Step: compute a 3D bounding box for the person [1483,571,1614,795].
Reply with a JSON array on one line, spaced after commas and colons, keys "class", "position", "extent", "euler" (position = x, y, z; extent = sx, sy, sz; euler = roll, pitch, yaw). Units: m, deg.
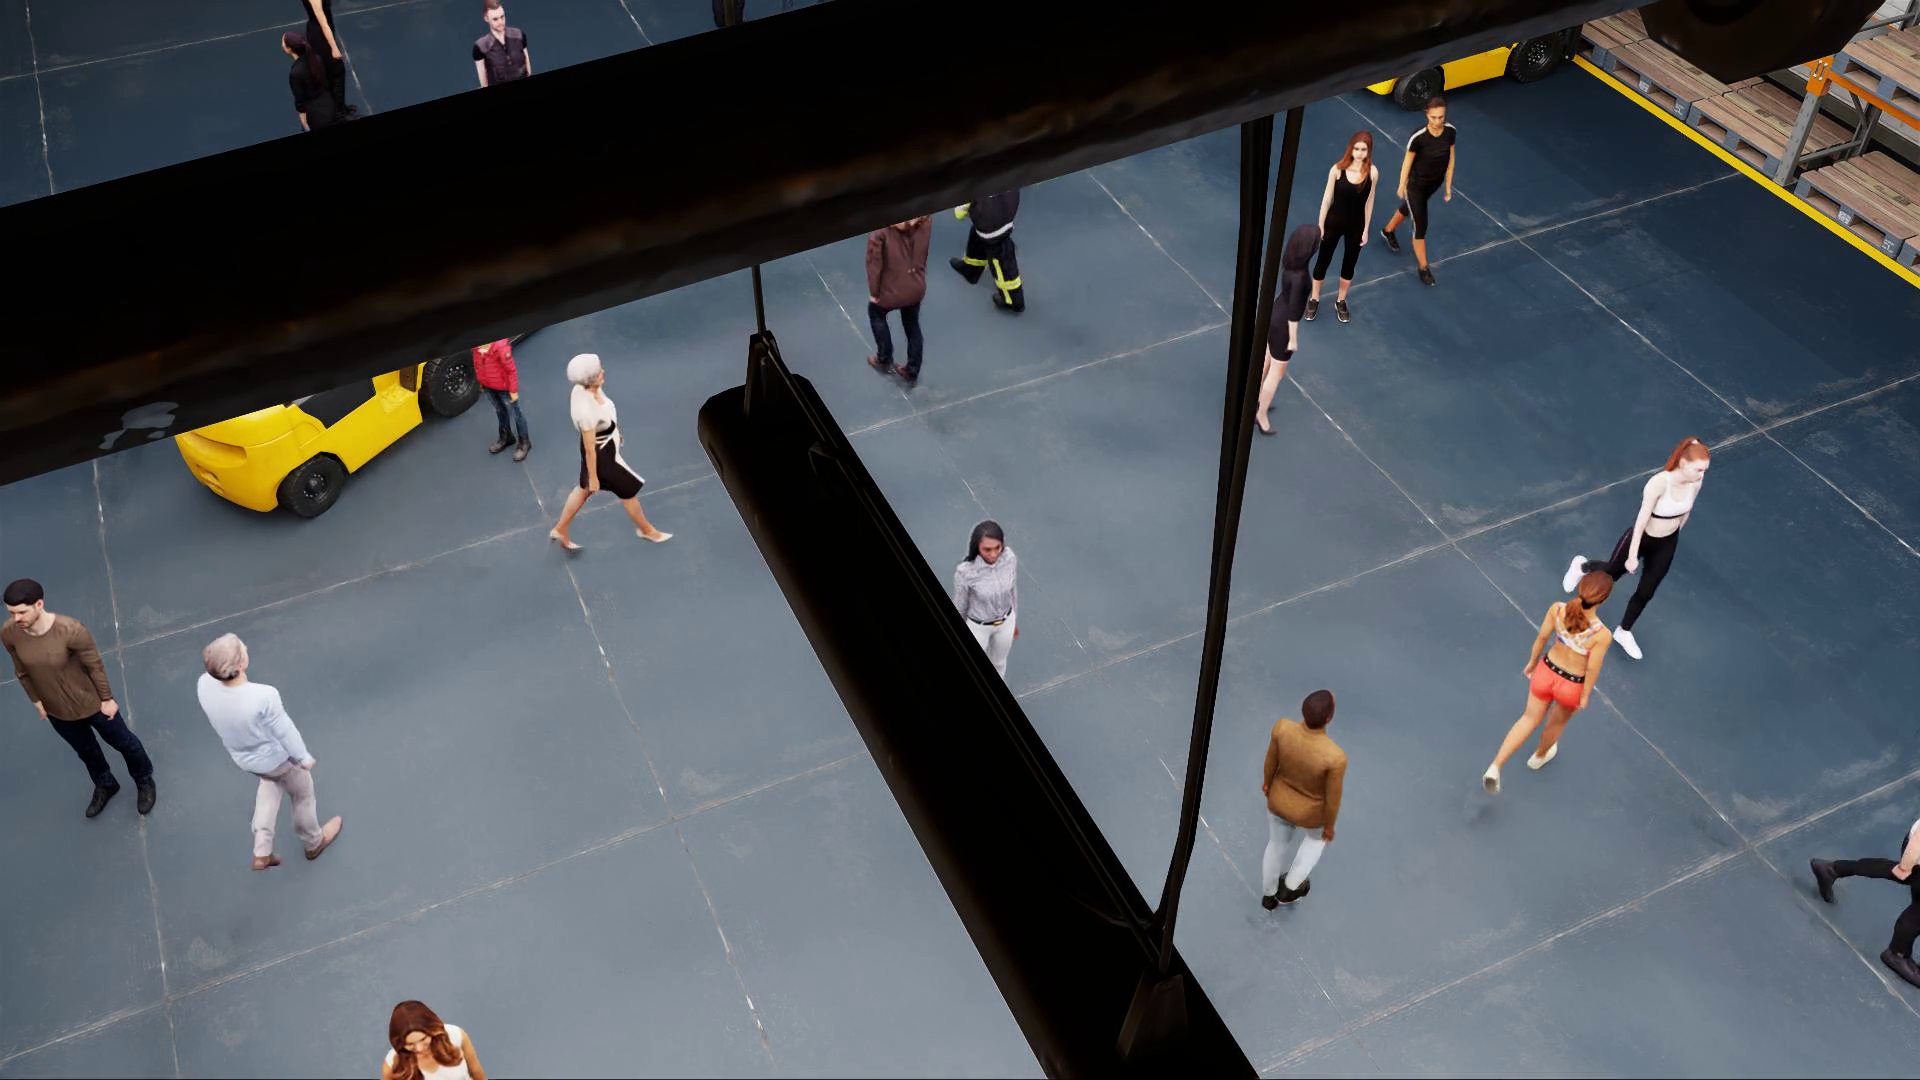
[{"class": "person", "position": [3.555, 0.891, 9.987], "extent": [0.822, 1.773, 1.007], "euler": [-31, 52, -29]}]

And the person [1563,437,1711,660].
[{"class": "person", "position": [4.491, -0.022, 10.978], "extent": [0.742, 1.729, 1.083], "euler": [-6, 44, -6]}]

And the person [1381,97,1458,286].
[{"class": "person", "position": [3.935, -3.098, 14.284], "extent": [0.611, 1.621, 1.104], "euler": [-15, 46, -15]}]

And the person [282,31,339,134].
[{"class": "person", "position": [-5.712, -3.780, 14.984], "extent": [0.951, 1.643, 0.887], "euler": [15, 46, 15]}]

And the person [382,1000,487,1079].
[{"class": "person", "position": [-2.516, 2.702, 8.094], "extent": [0.645, 1.762, 1.029], "euler": [-21, 48, -21]}]

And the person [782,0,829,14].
[{"class": "person", "position": [-1.551, -6.189, 17.413], "extent": [1.008, 1.781, 0.942], "euler": [30, 51, 28]}]

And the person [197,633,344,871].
[{"class": "person", "position": [-4.009, 1.286, 9.497], "extent": [0.935, 1.877, 1.004], "euler": [12, 45, 12]}]

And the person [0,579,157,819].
[{"class": "person", "position": [-5.247, 0.925, 9.868], "extent": [0.728, 1.889, 0.706], "euler": [-2, 44, -2]}]

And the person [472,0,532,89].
[{"class": "person", "position": [-4.153, -4.097, 15.185], "extent": [0.707, 1.825, 0.705], "euler": [-23, 48, -22]}]

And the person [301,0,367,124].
[{"class": "person", "position": [-6.133, -4.819, 16.046], "extent": [0.647, 1.684, 0.493], "euler": [-21, 47, -21]}]

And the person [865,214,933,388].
[{"class": "person", "position": [-0.424, -1.955, 12.933], "extent": [0.832, 1.831, 0.837], "euler": [-26, 49, -24]}]

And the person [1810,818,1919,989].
[{"class": "person", "position": [5.284, 1.661, 9.168], "extent": [0.883, 1.787, 1.169], "euler": [-32, 52, -29]}]

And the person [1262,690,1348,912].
[{"class": "person", "position": [1.850, 1.530, 9.291], "extent": [0.692, 1.809, 0.815], "euler": [28, 50, 27]}]

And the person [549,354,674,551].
[{"class": "person", "position": [-2.603, -0.542, 11.537], "extent": [0.818, 1.711, 1.084], "euler": [-11, 45, -11]}]

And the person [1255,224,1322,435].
[{"class": "person", "position": [2.437, -1.606, 12.592], "extent": [0.730, 1.797, 0.626], "euler": [3, 44, 3]}]

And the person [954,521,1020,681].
[{"class": "person", "position": [0.170, 0.539, 10.392], "extent": [0.586, 1.724, 0.489], "euler": [-18, 47, -18]}]

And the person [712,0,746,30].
[{"class": "person", "position": [-2.332, -5.637, 16.889], "extent": [0.702, 1.705, 0.723], "euler": [3, 44, 3]}]

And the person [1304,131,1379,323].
[{"class": "person", "position": [3.162, -2.585, 13.671], "extent": [0.650, 1.726, 0.670], "euler": [5, 44, 5]}]

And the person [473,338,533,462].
[{"class": "person", "position": [-3.456, -1.184, 12.495], "extent": [0.578, 1.317, 0.656], "euler": [21, 48, 21]}]
